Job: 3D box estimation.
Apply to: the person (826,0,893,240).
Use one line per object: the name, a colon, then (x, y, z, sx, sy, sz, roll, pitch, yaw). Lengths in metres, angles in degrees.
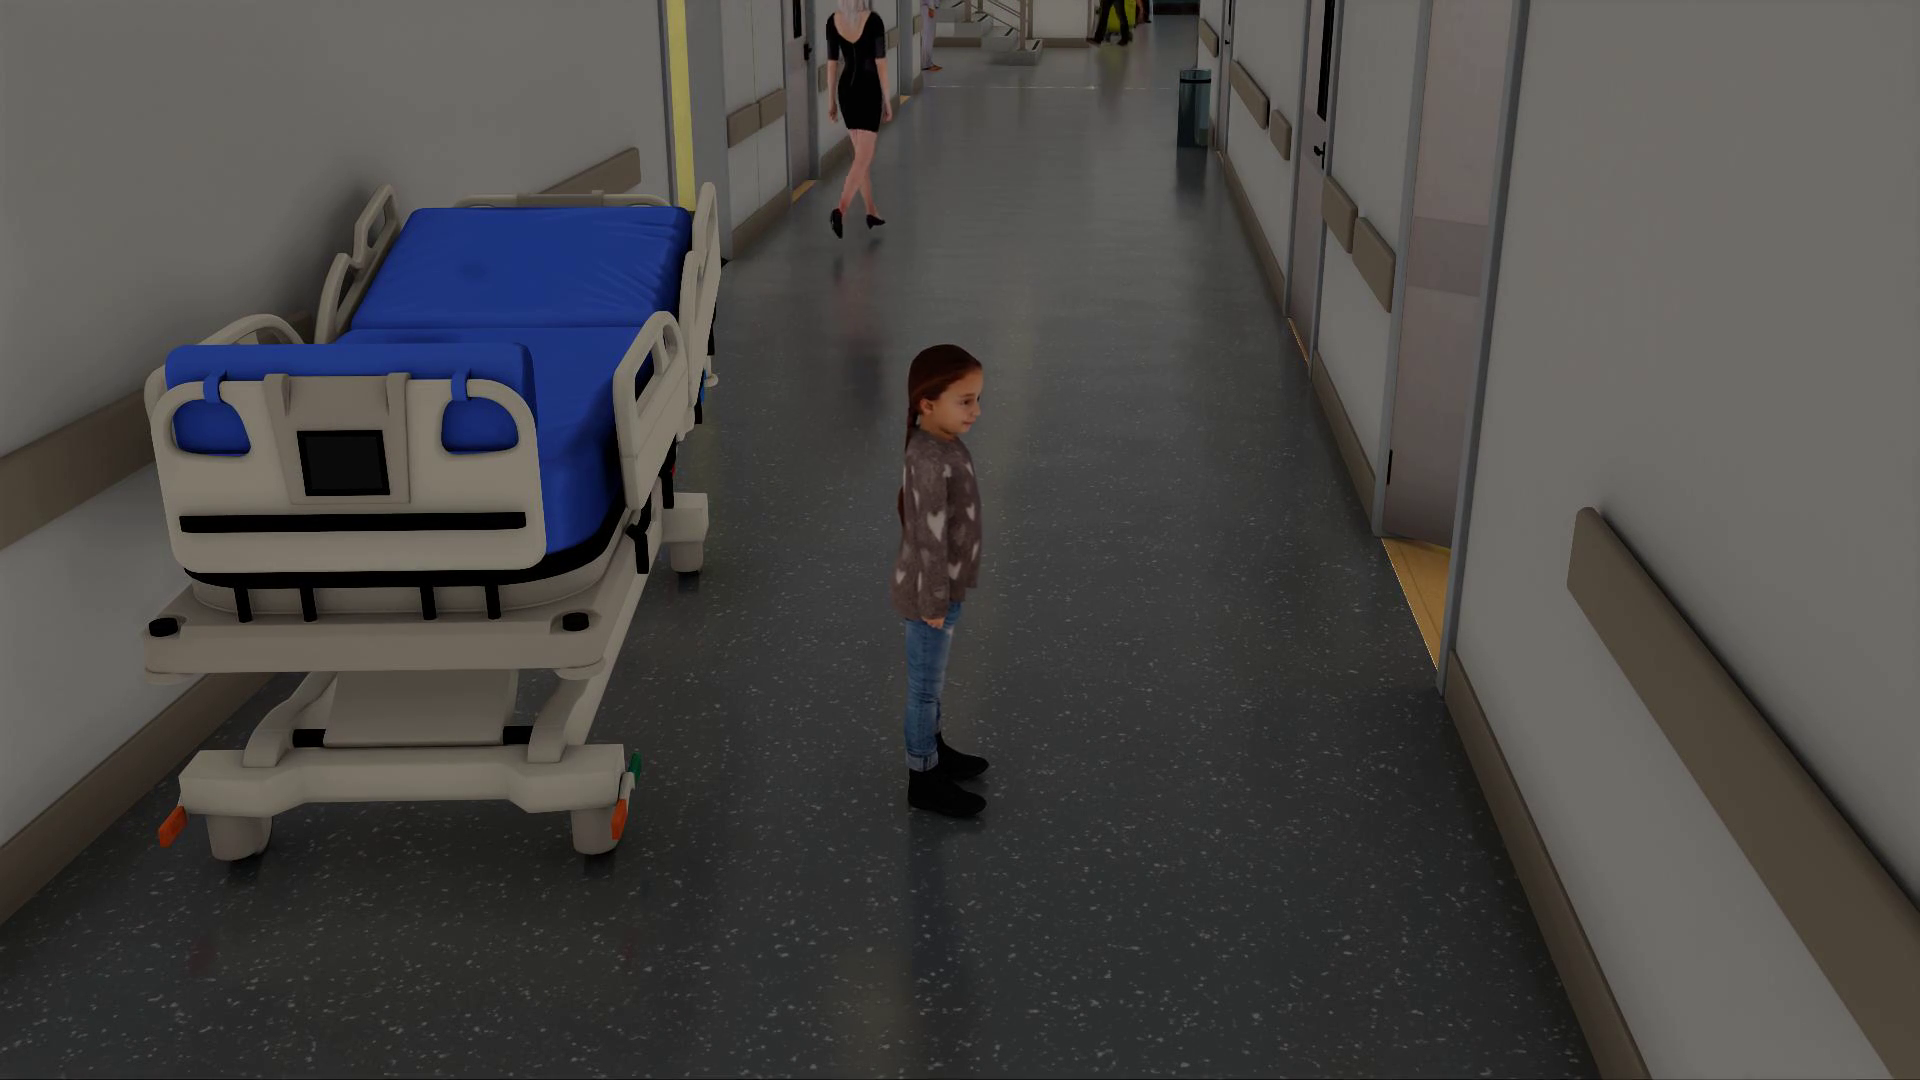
person: (-0.705, -2.909, 11.206, 1.149, 1.794, 0.895, 8, 22, 21)

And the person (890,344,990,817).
person: (-0.065, 0.091, 4.133, 0.463, 1.193, 0.474, 2, 21, 6)

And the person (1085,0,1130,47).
person: (2.584, -8.956, 27.246, 1.228, 1.741, 1.173, -18, 27, -38)

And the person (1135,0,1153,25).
person: (3.702, -11.178, 33.233, 0.705, 1.657, 0.668, 17, 27, 38)

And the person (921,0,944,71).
person: (-0.431, -7.619, 23.726, 0.531, 1.735, 0.623, 2, 21, 6)
